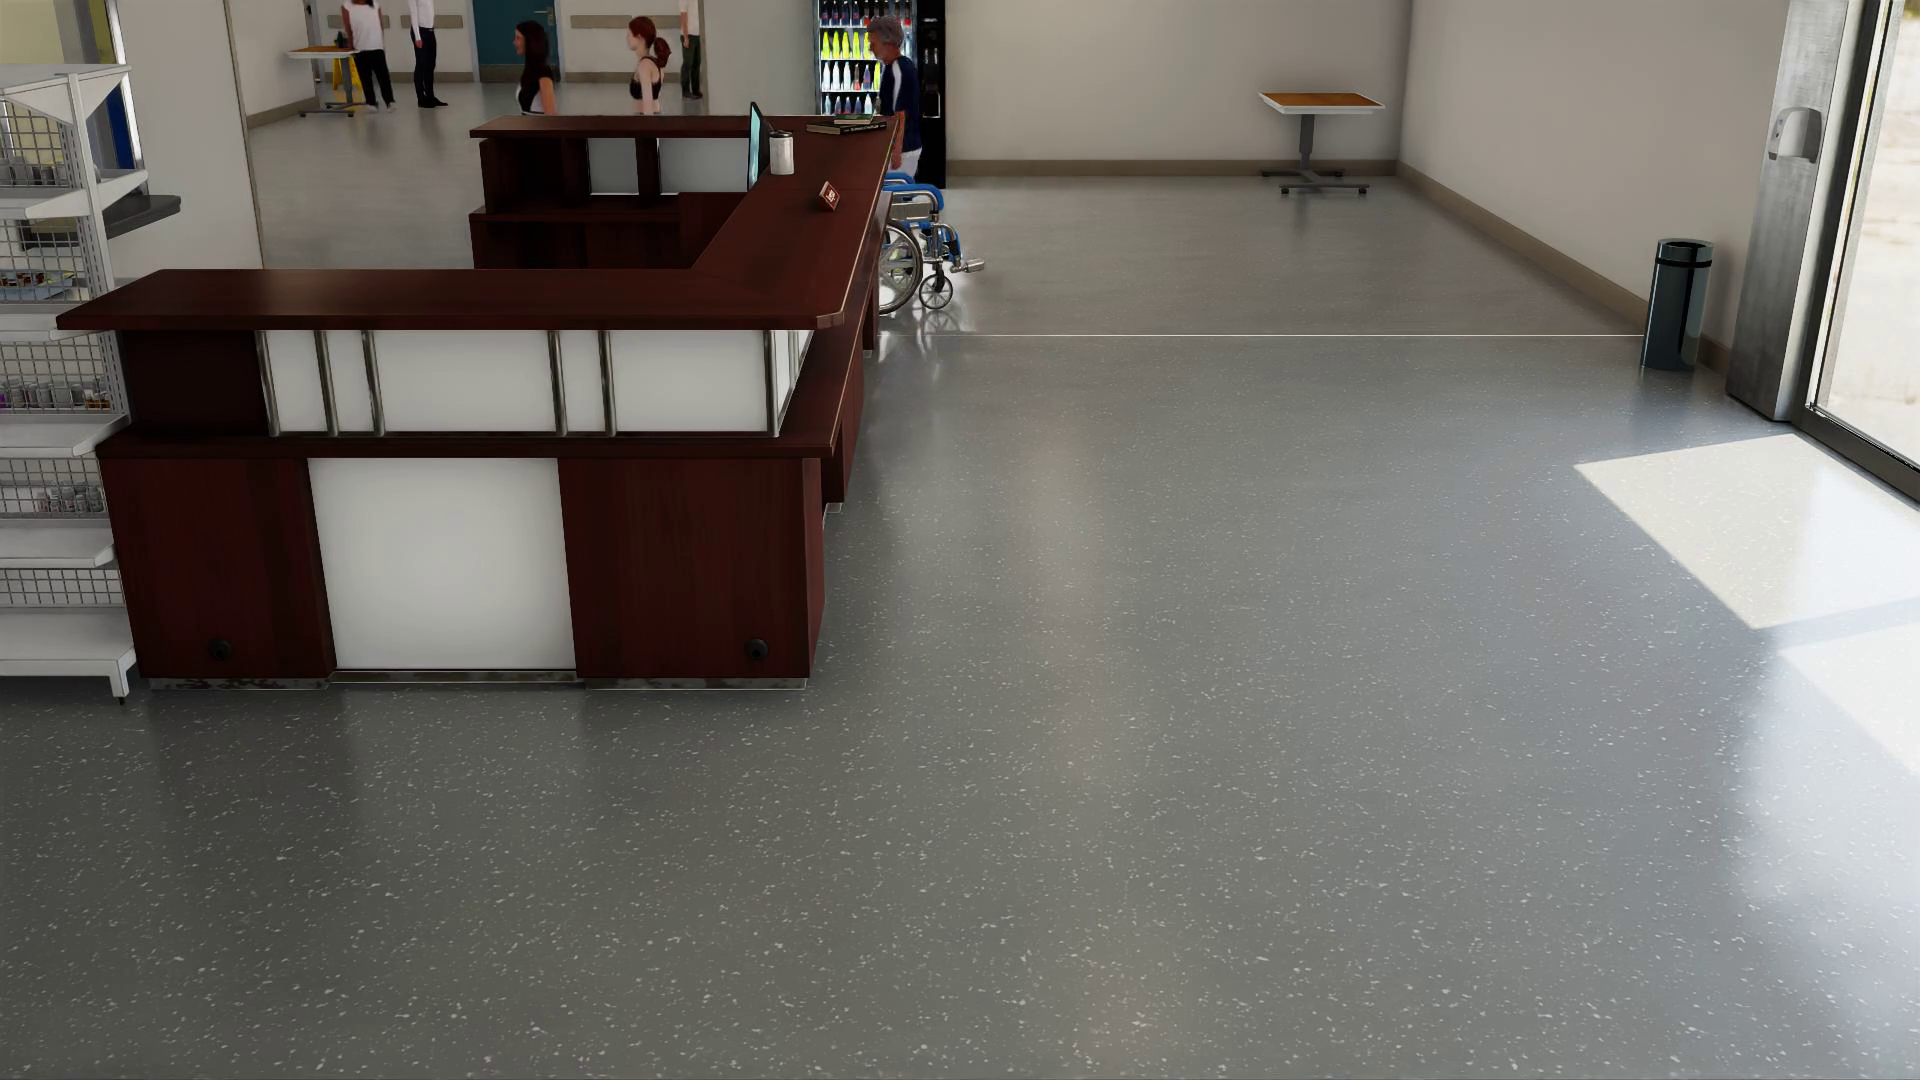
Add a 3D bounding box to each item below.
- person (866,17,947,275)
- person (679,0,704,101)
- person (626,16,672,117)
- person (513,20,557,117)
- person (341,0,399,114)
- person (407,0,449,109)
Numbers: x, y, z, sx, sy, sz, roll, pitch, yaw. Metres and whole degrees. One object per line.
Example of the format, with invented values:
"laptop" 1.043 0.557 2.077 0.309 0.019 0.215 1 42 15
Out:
"person" -0.338 -2.754 11.746 0.785 1.799 0.726 1 21 3
"person" -3.727 -6.953 23.042 0.672 1.650 0.644 12 24 28
"person" -2.159 -2.860 12.055 0.678 1.777 0.592 3 21 8
"person" -2.816 -2.654 11.500 0.801 1.785 0.714 -8 22 -20
"person" -7.645 -6.344 21.417 1.022 1.662 1.017 -14 25 -33
"person" -7.176 -6.758 22.220 0.642 1.868 0.673 5 21 13
